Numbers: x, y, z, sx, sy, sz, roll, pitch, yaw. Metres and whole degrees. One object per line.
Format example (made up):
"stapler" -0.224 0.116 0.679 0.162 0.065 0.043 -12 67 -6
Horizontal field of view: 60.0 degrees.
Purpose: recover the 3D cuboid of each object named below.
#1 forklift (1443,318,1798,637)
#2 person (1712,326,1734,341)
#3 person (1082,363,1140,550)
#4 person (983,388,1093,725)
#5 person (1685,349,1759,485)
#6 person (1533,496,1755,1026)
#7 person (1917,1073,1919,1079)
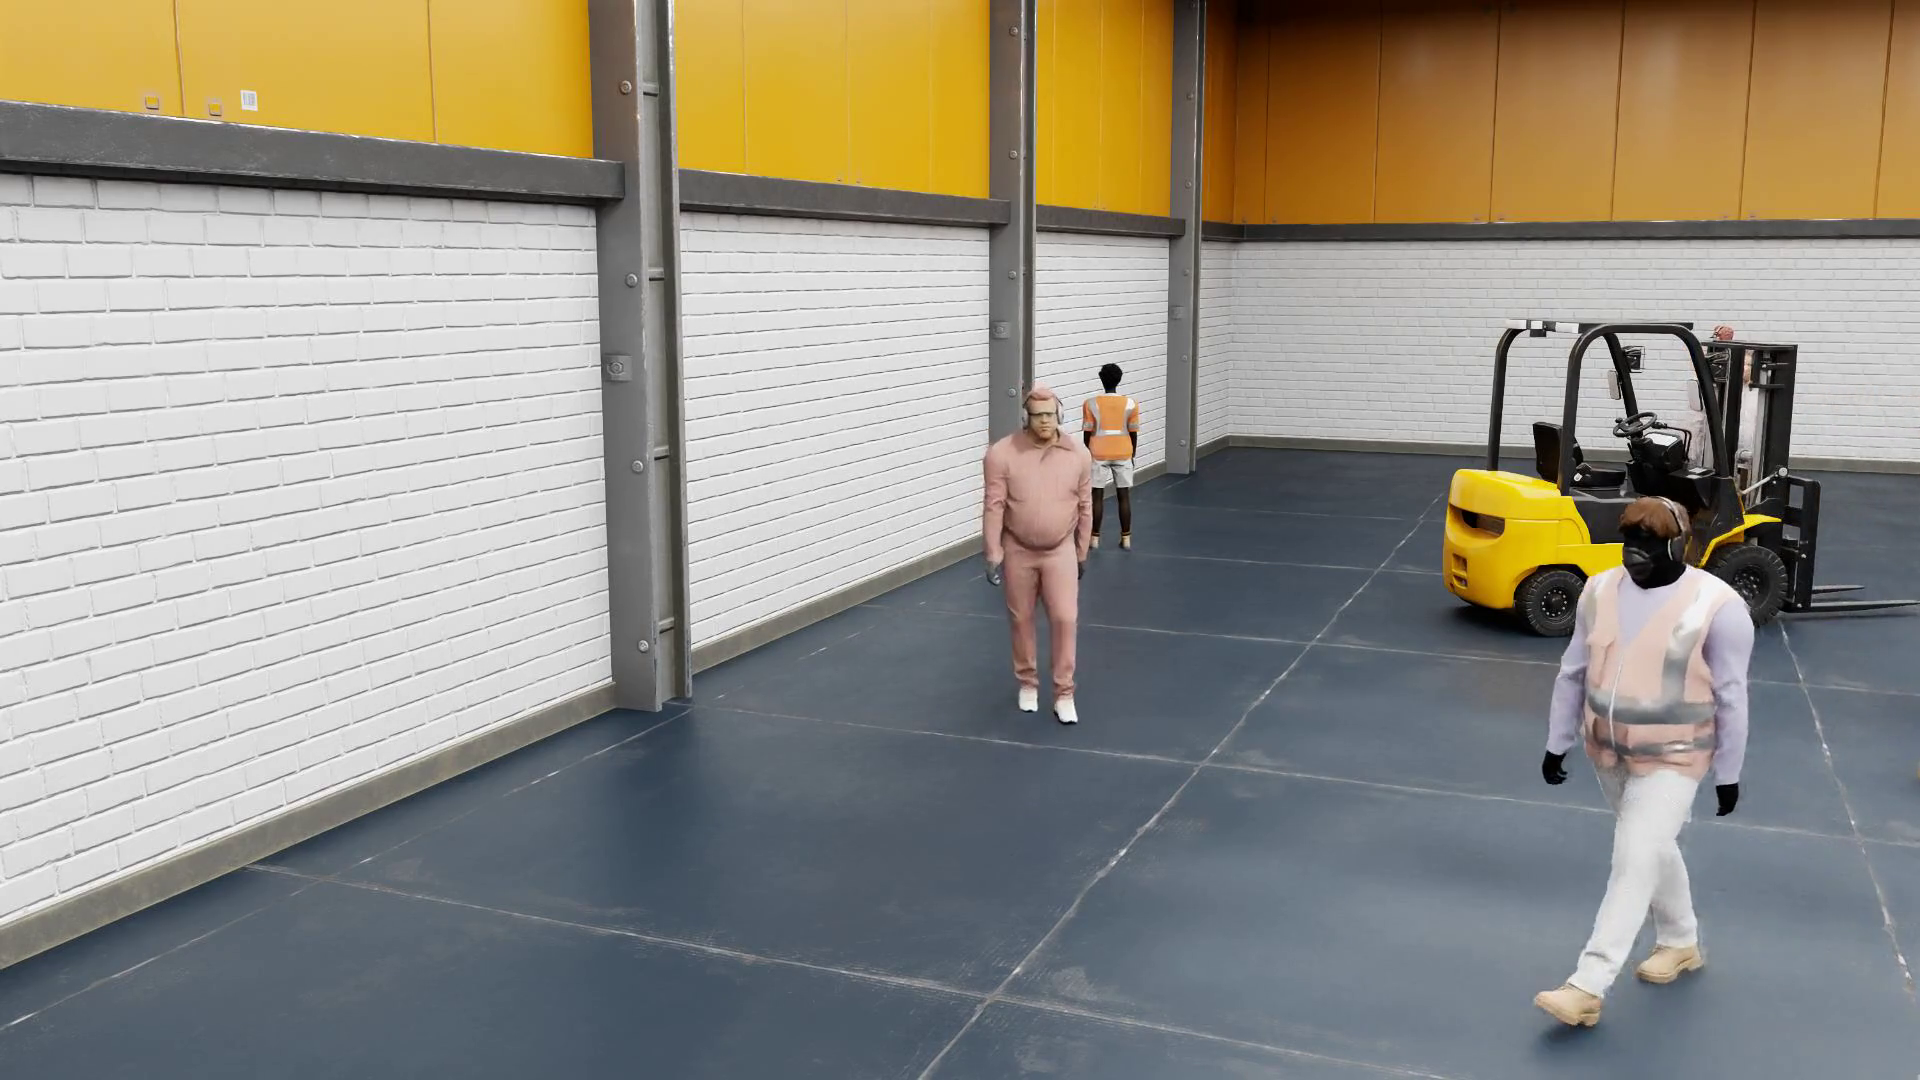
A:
"forklift" 4.706 -0.497 11.990 2.313 2.155 1.214 -2 10 -10
"person" 8.362 -1.410 18.393 0.643 1.908 0.408 -5 11 -28
"person" 1.362 -0.752 15.069 0.529 1.690 0.321 -1 9 -5
"person" 0.450 0.093 9.361 0.646 1.877 0.788 -1 9 -3
"person" 6.742 -0.755 14.592 0.667 1.853 0.944 0 9 0
"person" 2.326 0.736 5.749 0.978 1.785 0.643 -6 11 -31
"person" 2.437 1.011 3.686 0.555 1.917 0.688 -1 9 -8
